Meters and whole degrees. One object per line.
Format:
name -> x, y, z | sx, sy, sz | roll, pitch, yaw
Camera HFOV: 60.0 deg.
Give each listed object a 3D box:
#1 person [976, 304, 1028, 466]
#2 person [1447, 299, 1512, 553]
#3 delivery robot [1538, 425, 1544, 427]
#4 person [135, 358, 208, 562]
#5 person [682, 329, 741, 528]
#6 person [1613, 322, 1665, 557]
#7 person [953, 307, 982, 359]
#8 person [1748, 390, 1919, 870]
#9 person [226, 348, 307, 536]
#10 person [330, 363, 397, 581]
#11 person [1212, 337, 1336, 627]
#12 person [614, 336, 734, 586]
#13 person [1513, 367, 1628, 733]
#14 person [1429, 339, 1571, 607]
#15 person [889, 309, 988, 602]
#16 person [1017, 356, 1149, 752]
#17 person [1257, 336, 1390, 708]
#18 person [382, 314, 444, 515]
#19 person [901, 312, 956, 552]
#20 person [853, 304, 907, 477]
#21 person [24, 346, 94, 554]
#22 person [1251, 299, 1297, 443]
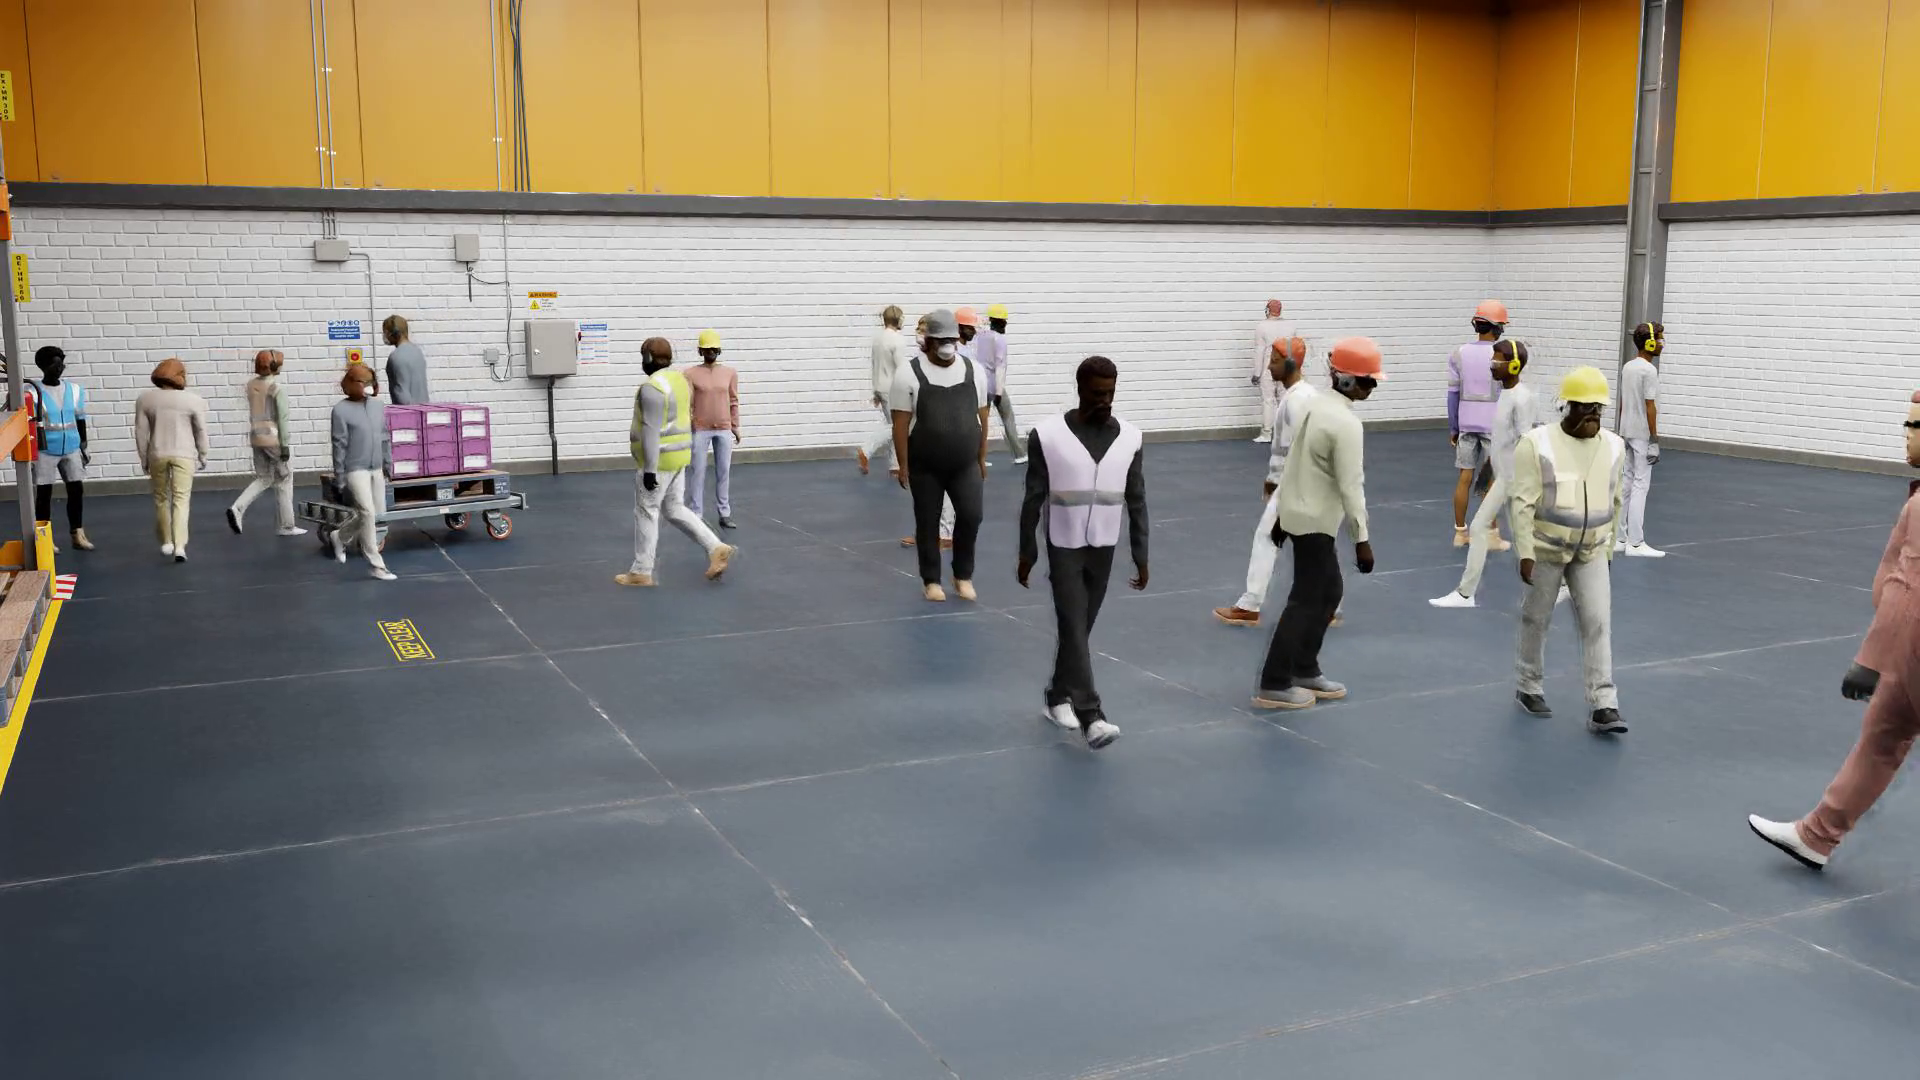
person -> 0.484, -1.792, 19.389 | 0.919, 1.890, 0.591 | -6, 11, -32
person -> 4.247, -0.917, 13.467 | 0.612, 2.043, 0.374 | 9, 13, 44
delivery robot -> 6.501, -1.047, 18.585 | 0.477, 0.478, 0.707 | 8, 12, 41
person -> -6.220, -0.635, 13.112 | 0.497, 1.595, 0.785 | -2, 9, -11
person -> -2.180, -0.964, 14.619 | 0.534, 1.767, 0.313 | -5, 10, -26
person -> 5.449, -0.802, 13.294 | 0.328, 1.870, 0.514 | -1, 9, -5
person -> 0.014, -1.249, 15.872 | 0.379, 1.931, 0.548 | -1, 9, -8
person -> 3.383, 0.385, 5.947 | 0.972, 1.855, 0.665 | 7, 12, 38
person -> -5.912, -0.811, 14.110 | 0.524, 1.619, 0.586 | 5, 11, 30
person -> -4.454, -0.506, 12.243 | 0.640, 1.605, 0.540 | 4, 10, 24
person -> 2.019, -0.356, 10.598 | 0.879, 1.850, 0.599 | 3, 10, 18
person -> -2.077, -0.559, 11.984 | 0.790, 1.811, 0.648 | 2, 9, 11
person -> 3.033, 0.055, 8.202 | 0.608, 1.795, 0.850 | -1, 9, -3
person -> 3.718, -0.434, 11.155 | 0.959, 1.830, 0.520 | 2, 9, 12
person -> -0.118, -0.572, 11.331 | 0.701, 2.000, 0.589 | -2, 9, -15
person -> 0.636, 0.063, 7.938 | 0.605, 1.859, 1.010 | -4, 10, -21
person -> 1.841, -0.070, 8.530 | 0.628, 1.938, 0.647 | -1, 9, -6
person -> -5.047, -1.149, 15.434 | 1.014, 1.891, 0.633 | 1, 9, 5
person -> -0.231, -0.872, 13.511 | 0.372, 1.940, 0.632 | -6, 11, -33
person -> -0.828, -1.612, 18.183 | 0.708, 1.918, 0.635 | -4, 10, -24
person -> -7.269, -0.718, 13.363 | 0.351, 1.678, 0.539 | 6, 11, 33
person -> 4.141, -2.237, 22.080 | 0.641, 1.909, 0.401 | -4, 10, -24
